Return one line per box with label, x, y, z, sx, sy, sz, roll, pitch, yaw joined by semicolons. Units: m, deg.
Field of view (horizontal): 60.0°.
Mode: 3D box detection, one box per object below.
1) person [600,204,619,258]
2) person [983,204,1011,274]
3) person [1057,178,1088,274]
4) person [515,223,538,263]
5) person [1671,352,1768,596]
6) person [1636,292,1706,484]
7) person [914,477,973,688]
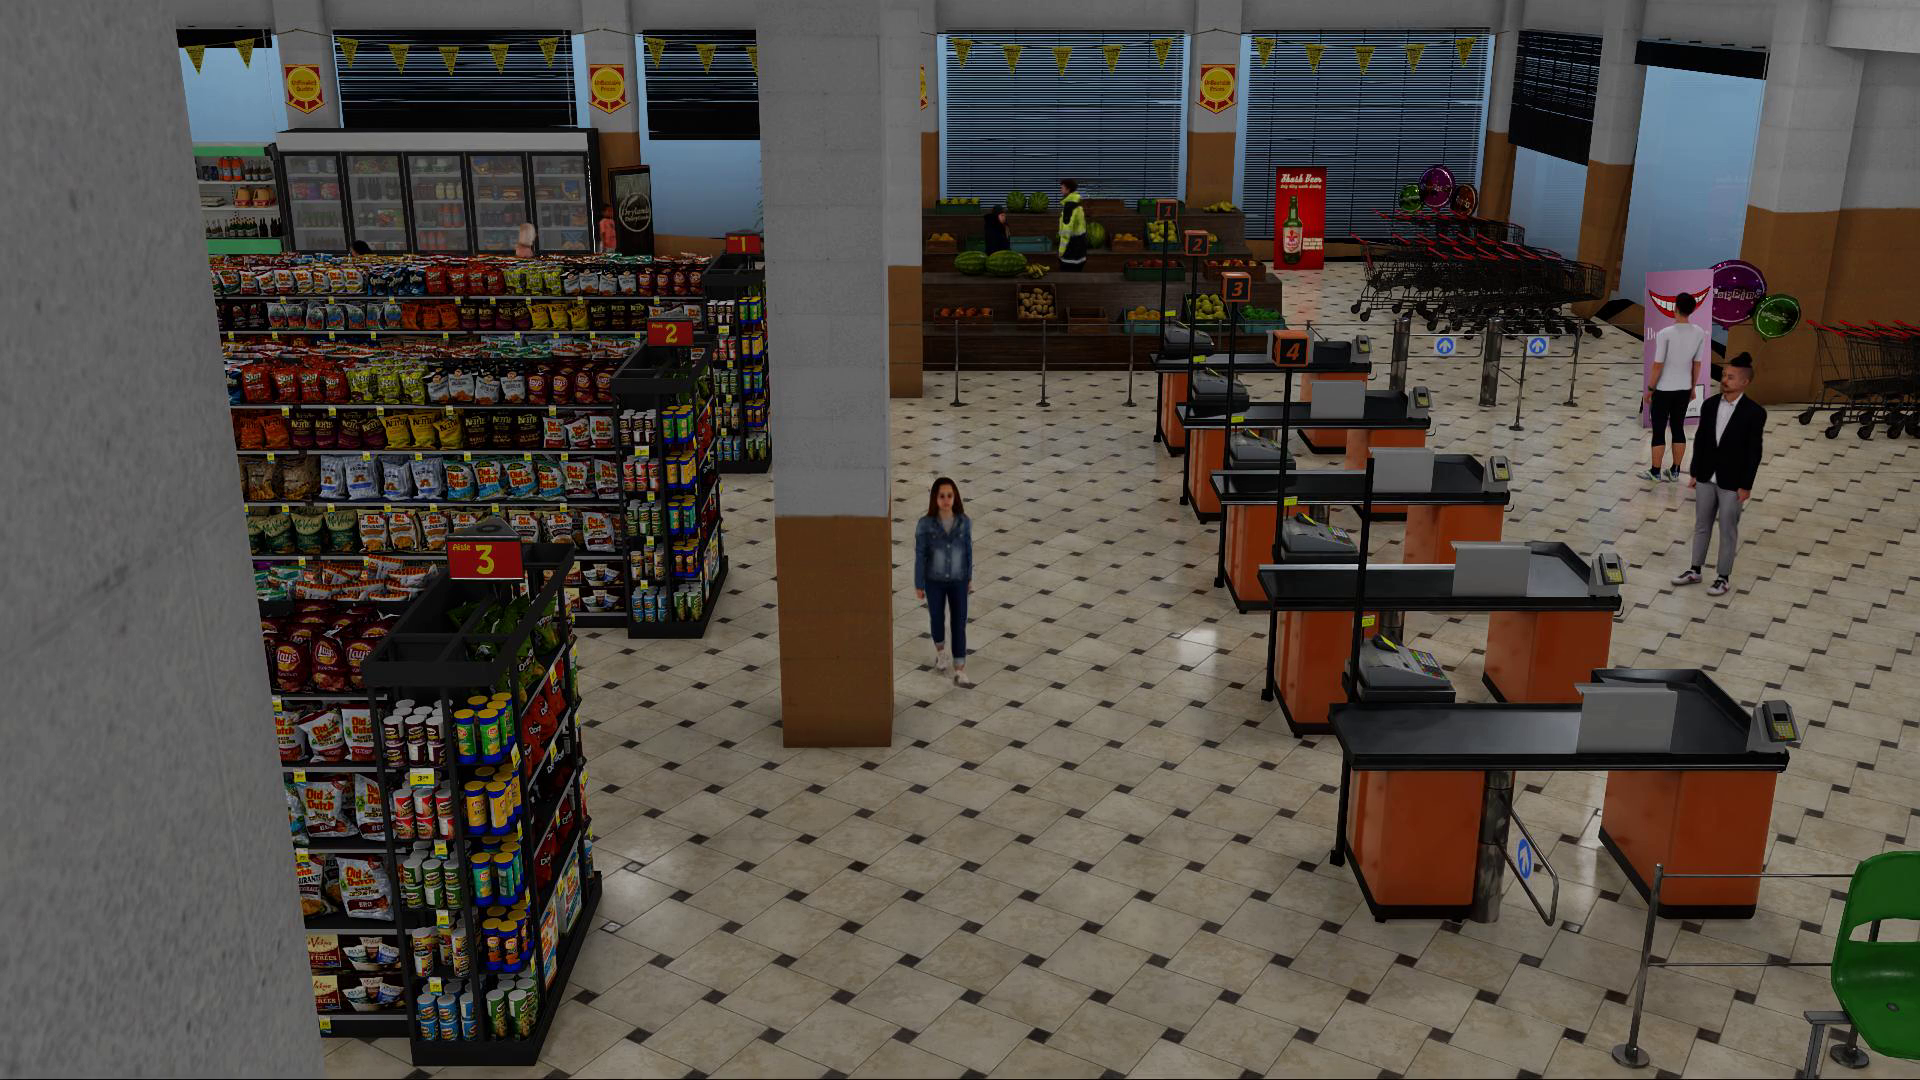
person;-5.635;-4.711;26.573;0.585;1.306;0.547;12;22;32
person;0.503;-3.895;23.756;0.719;1.559;0.730;5;19;13
person;1.730;-4.248;24.171;0.750;1.964;0.825;3;19;8
person;-5.667;-3.225;21.534;0.815;1.709;0.762;-13;23;-34
person;6.059;-0.538;13.181;0.796;1.954;0.787;-12;22;-31
person;6.915;-1.478;16.132;0.555;1.851;0.778;-3;19;-10
person;-0.120;0.268;11.591;0.953;1.444;0.758;-4;19;-11
